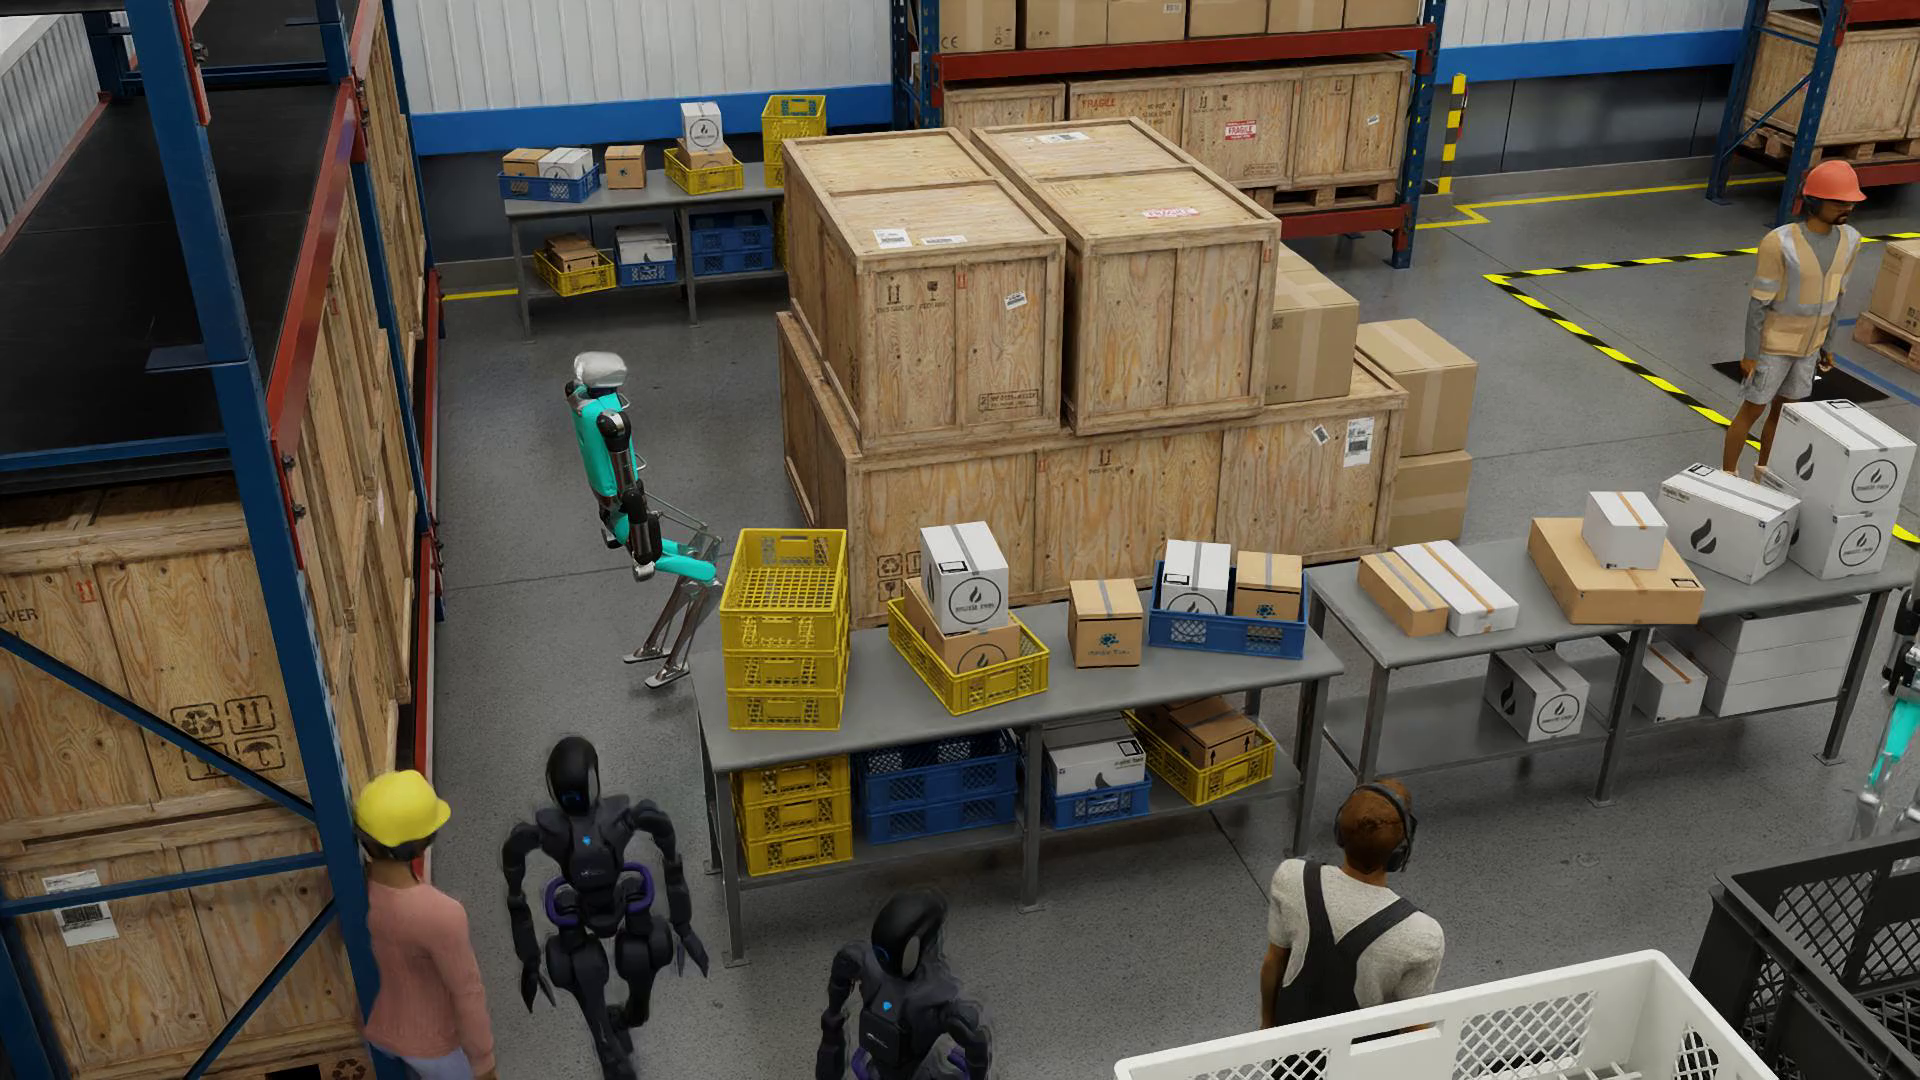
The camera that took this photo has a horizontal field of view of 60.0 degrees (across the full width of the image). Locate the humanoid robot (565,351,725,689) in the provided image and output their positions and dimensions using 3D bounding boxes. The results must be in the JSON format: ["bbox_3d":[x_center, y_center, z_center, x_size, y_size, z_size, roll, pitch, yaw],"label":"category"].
[{"bbox_3d":[-1.375,-0.121,7.674,0.735,1.677,0.533,-16,33,-27],"label":"humanoid robot"}]

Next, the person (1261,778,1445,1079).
[{"bbox_3d":[1.095,1.474,4.822,0.503,1.839,0.338,19,34,30],"label":"person"}]

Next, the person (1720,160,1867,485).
[{"bbox_3d":[4.640,-1.102,9.277,0.606,2.048,0.365,-8,30,-14],"label":"person"}]

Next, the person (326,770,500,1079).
[{"bbox_3d":[-1.609,1.430,4.983,0.589,1.753,0.358,13,32,23],"label":"person"}]

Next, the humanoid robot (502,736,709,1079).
[{"bbox_3d":[-1.144,1.273,5.421,0.611,1.648,0.724,-8,30,-14],"label":"humanoid robot"}]

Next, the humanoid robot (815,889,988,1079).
[{"bbox_3d":[-0.189,1.650,4.694,0.583,1.624,0.770,17,33,28],"label":"humanoid robot"}]

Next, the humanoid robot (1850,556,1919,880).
[{"bbox_3d":[3.746,0.680,6.424,0.746,1.834,0.539,-25,37,-37],"label":"humanoid robot"}]
